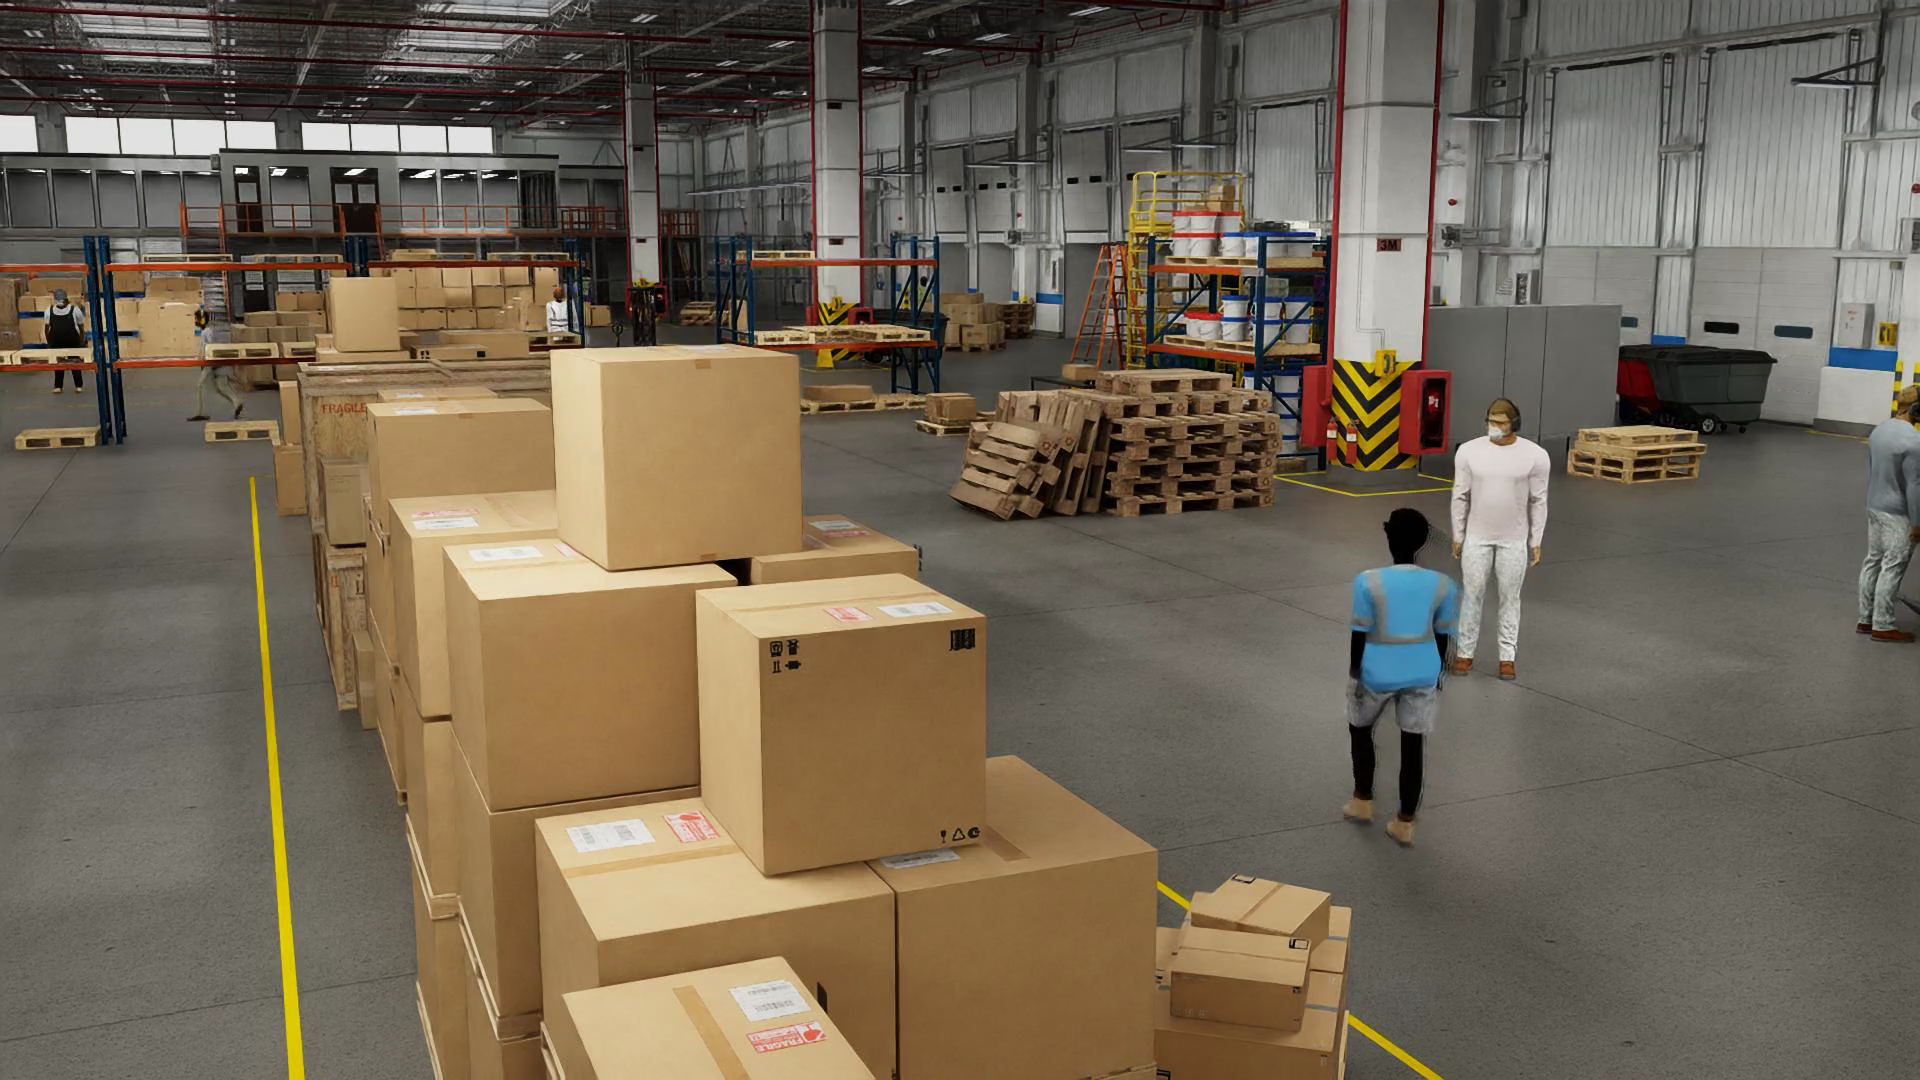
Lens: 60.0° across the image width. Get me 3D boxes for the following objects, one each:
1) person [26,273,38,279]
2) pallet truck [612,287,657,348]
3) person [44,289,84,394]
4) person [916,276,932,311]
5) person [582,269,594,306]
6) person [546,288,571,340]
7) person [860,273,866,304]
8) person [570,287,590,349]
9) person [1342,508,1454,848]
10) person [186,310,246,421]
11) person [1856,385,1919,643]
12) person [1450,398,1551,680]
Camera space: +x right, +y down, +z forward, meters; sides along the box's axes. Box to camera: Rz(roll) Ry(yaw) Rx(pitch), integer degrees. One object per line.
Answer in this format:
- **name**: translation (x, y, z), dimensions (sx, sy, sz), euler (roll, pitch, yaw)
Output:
- **person**: translation (-27.921, -7.067, 50.160), dimensions (0.637, 1.951, 0.909), euler (6, 12, 29)
- **pallet truck**: translation (-6.464, -4.406, 35.401), dimensions (0.823, 1.965, 1.885), euler (6, 12, 32)
- **person**: translation (-17.366, -3.856, 32.254), dimensions (0.688, 2.000, 0.537), euler (-3, 11, -18)
- **person**: translation (-1.113, -7.156, 50.992), dimensions (0.625, 1.844, 0.429), euler (-6, 12, -30)
- **person**: translation (-13.336, -8.719, 59.431), dimensions (0.586, 1.910, 0.396), euler (7, 13, 35)
- **person**: translation (-9.023, -4.725, 37.476), dimensions (0.573, 1.883, 0.354), euler (-6, 12, -31)
- **person**: translation (-3.755, -9.023, 61.355), dimensions (0.633, 1.811, 0.549), euler (-7, 13, -35)
- **person**: translation (-8.769, -4.881, 38.299), dimensions (1.022, 1.896, 0.640), euler (6, 12, 31)
- **person**: translation (2.170, 0.663, 8.341), dimensions (0.549, 1.670, 0.632), euler (-1, 10, -5)
- **person**: translation (-12.331, -2.880, 27.452), dimensions (0.860, 1.841, 0.521), euler (-4, 11, -21)
- **person**: translation (6.967, -0.191, 12.380), dimensions (0.385, 1.928, 0.636), euler (0, 10, 0)
- **person**: translation (3.666, -0.008, 11.344), dimensions (0.629, 1.934, 0.376), euler (4, 11, 22)
